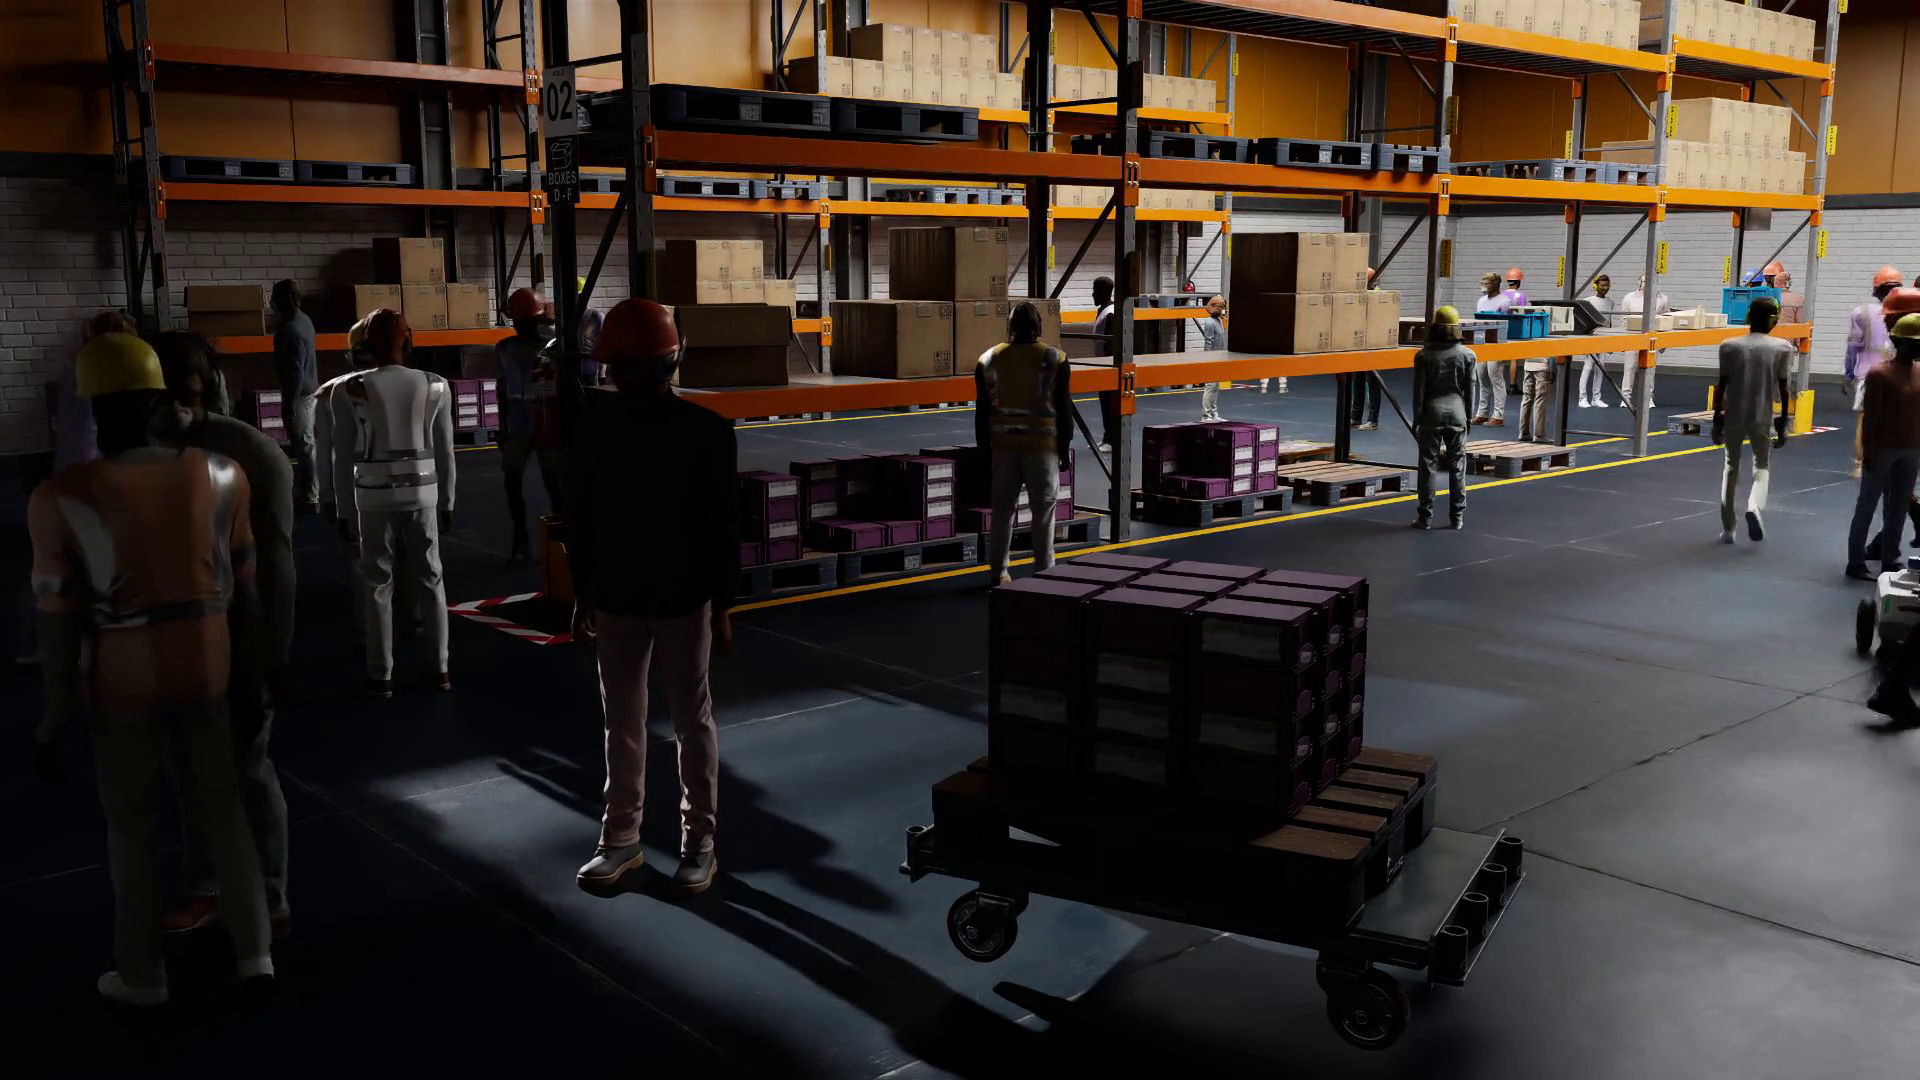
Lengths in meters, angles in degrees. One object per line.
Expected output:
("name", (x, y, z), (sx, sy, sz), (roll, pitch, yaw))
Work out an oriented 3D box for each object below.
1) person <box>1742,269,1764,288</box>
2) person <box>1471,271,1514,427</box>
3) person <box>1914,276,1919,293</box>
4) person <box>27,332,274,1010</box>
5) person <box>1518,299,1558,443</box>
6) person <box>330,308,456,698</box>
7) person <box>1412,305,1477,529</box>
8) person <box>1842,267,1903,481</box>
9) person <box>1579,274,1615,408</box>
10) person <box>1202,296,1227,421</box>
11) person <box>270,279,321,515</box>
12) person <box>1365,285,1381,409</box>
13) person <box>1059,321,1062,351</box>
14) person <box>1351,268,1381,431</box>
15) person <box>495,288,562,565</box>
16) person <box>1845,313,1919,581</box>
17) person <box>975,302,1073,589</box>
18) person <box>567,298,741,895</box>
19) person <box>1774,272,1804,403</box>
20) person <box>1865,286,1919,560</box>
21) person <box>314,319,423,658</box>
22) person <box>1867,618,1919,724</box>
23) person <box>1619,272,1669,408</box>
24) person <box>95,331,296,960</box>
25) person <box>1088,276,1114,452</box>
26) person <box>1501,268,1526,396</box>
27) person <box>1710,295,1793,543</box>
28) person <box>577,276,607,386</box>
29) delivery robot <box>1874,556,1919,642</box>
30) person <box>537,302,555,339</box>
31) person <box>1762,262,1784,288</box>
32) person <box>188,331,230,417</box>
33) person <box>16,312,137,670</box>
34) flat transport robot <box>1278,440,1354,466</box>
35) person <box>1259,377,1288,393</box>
("person", (10.636, -2.658, 22.370), (0.609, 1.948, 0.389), (-4, 11, -24))
("person", (6.620, -2.370, 20.720), (0.353, 1.936, 0.633), (-4, 10, -20))
("person", (14.781, -3.173, 25.688), (0.571, 1.843, 0.373), (9, 14, 44))
("person", (-2.250, 0.390, 4.645), (0.434, 1.936, 0.622), (9, 13, 42))
("person", (6.616, -1.920, 18.976), (0.311, 1.634, 0.514), (-4, 10, -22))
("person", (-2.721, -0.174, 8.044), (0.578, 1.878, 0.345), (-6, 11, -32))
("person", (3.758, -0.948, 12.961), (0.486, 1.744, 0.294), (1, 10, 3))
("person", (8.765, -1.556, 15.840), (0.626, 2.031, 0.664), (4, 11, 25))
("person", (8.958, -2.786, 23.355), (0.535, 1.868, 0.309), (-3, 10, -16))
("person", (3.228, -2.272, 21.062), (0.295, 1.622, 0.510), (5, 11, 25))
("person", (-5.482, -1.176, 13.725), (0.372, 1.940, 0.631), (-3, 10, -16))
("person", (5.707, -2.697, 23.182), (0.532, 1.745, 0.660), (1, 10, 6))
("person", (0.826, -1.380, 15.630), (0.319, 1.695, 0.532), (-2, 10, -11))
("person", (4.951, -2.330, 20.338), (0.392, 1.986, 0.611), (-5, 11, -28))
("person", (-2.934, -0.754, 11.350), (0.624, 1.904, 0.685), (2, 10, 13))
("person", (6.136, -0.598, 10.882), (0.523, 1.759, 0.351), (-2, 10, -13))
("person", (0.408, -0.582, 10.562), (0.626, 1.837, 0.428), (3, 10, 18))
("person", (-1.034, 0.197, 5.544), (0.608, 1.987, 0.391), (3, 10, 15))
("person", (11.227, -2.714, 22.830), (0.651, 1.904, 0.401), (7, 12, 35))
("person", (6.608, -0.801, 11.603), (0.600, 1.919, 0.548), (0, 10, 0))
("person", (-3.168, -0.298, 9.049), (0.602, 1.782, 0.843), (-2, 10, -12))
("person", (4.603, -0.046, 7.348), (1.012, 1.885, 0.554), (2, 10, 13))
("person", (9.579, -2.800, 23.325), (0.643, 1.908, 0.410), (3, 10, 15))
("person", (-2.301, 0.320, 5.057), (0.672, 1.911, 0.470), (3, 10, 15))
("person", (1.608, -1.902, 18.077), (0.392, 1.911, 0.581), (0, 10, -2))
("person", (8.438, -3.178, 25.437), (0.350, 1.942, 0.547), (-6, 12, -33))
("person", (5.784, -0.864, 12.185), (0.517, 1.844, 0.527), (4, 11, 24))
("person", (-3.950, -1.787, 17.377), (0.592, 1.919, 0.398), (5, 11, 27))
("delivery robot", (4.986, 0.330, 8.679), (0.477, 0.478, 0.707), (5, 11, 27))
("person", (-4.482, -1.790, 18.238), (0.499, 1.630, 0.292), (8, 12, 38))
("person", (11.245, -2.837, 23.140), (0.605, 2.045, 0.377), (-6, 11, -32))
("person", (-5.136, -0.658, 11.634), (0.568, 1.611, 0.529), (-5, 11, -29))
("person", (-4.458, -0.254, 8.659), (1.031, 1.828, 0.653), (-7, 12, -37))
("flat transport robot", (3.277, -0.837, 16.614), (0.652, 0.197, 1.431), (9, 13, 44))
("person", (4.899, -3.282, 25.887), (0.613, 1.994, 0.381), (2, 10, 13))
